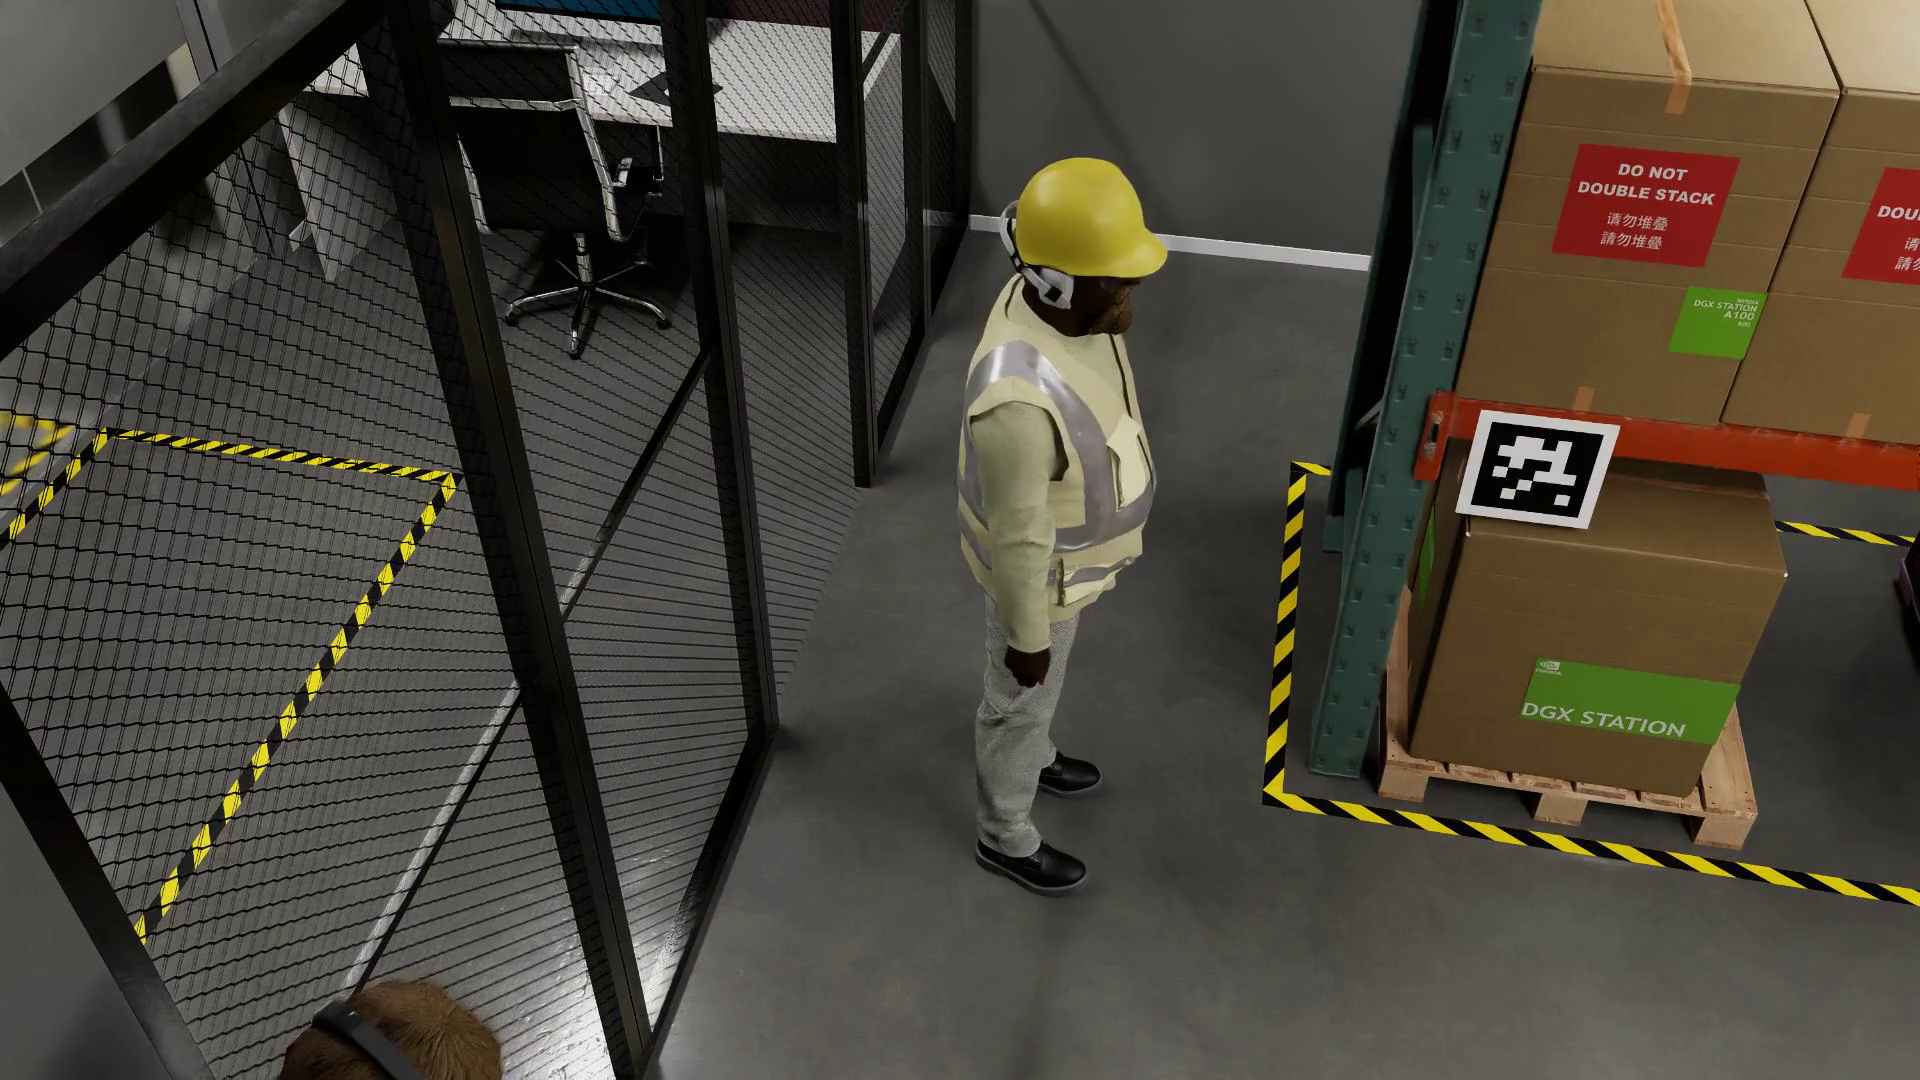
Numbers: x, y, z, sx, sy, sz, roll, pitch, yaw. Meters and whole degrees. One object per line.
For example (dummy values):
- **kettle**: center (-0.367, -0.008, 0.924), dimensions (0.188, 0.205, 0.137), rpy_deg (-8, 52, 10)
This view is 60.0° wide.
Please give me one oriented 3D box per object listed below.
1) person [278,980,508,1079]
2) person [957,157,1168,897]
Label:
- **person**: center (-0.527, 1.160, 2.162), dimensions (0.635, 1.937, 0.353), rpy_deg (19, 44, 20)
- **person**: center (0.202, 0.013, 3.563), dimensions (0.403, 1.831, 0.597), rpy_deg (8, 42, 9)
